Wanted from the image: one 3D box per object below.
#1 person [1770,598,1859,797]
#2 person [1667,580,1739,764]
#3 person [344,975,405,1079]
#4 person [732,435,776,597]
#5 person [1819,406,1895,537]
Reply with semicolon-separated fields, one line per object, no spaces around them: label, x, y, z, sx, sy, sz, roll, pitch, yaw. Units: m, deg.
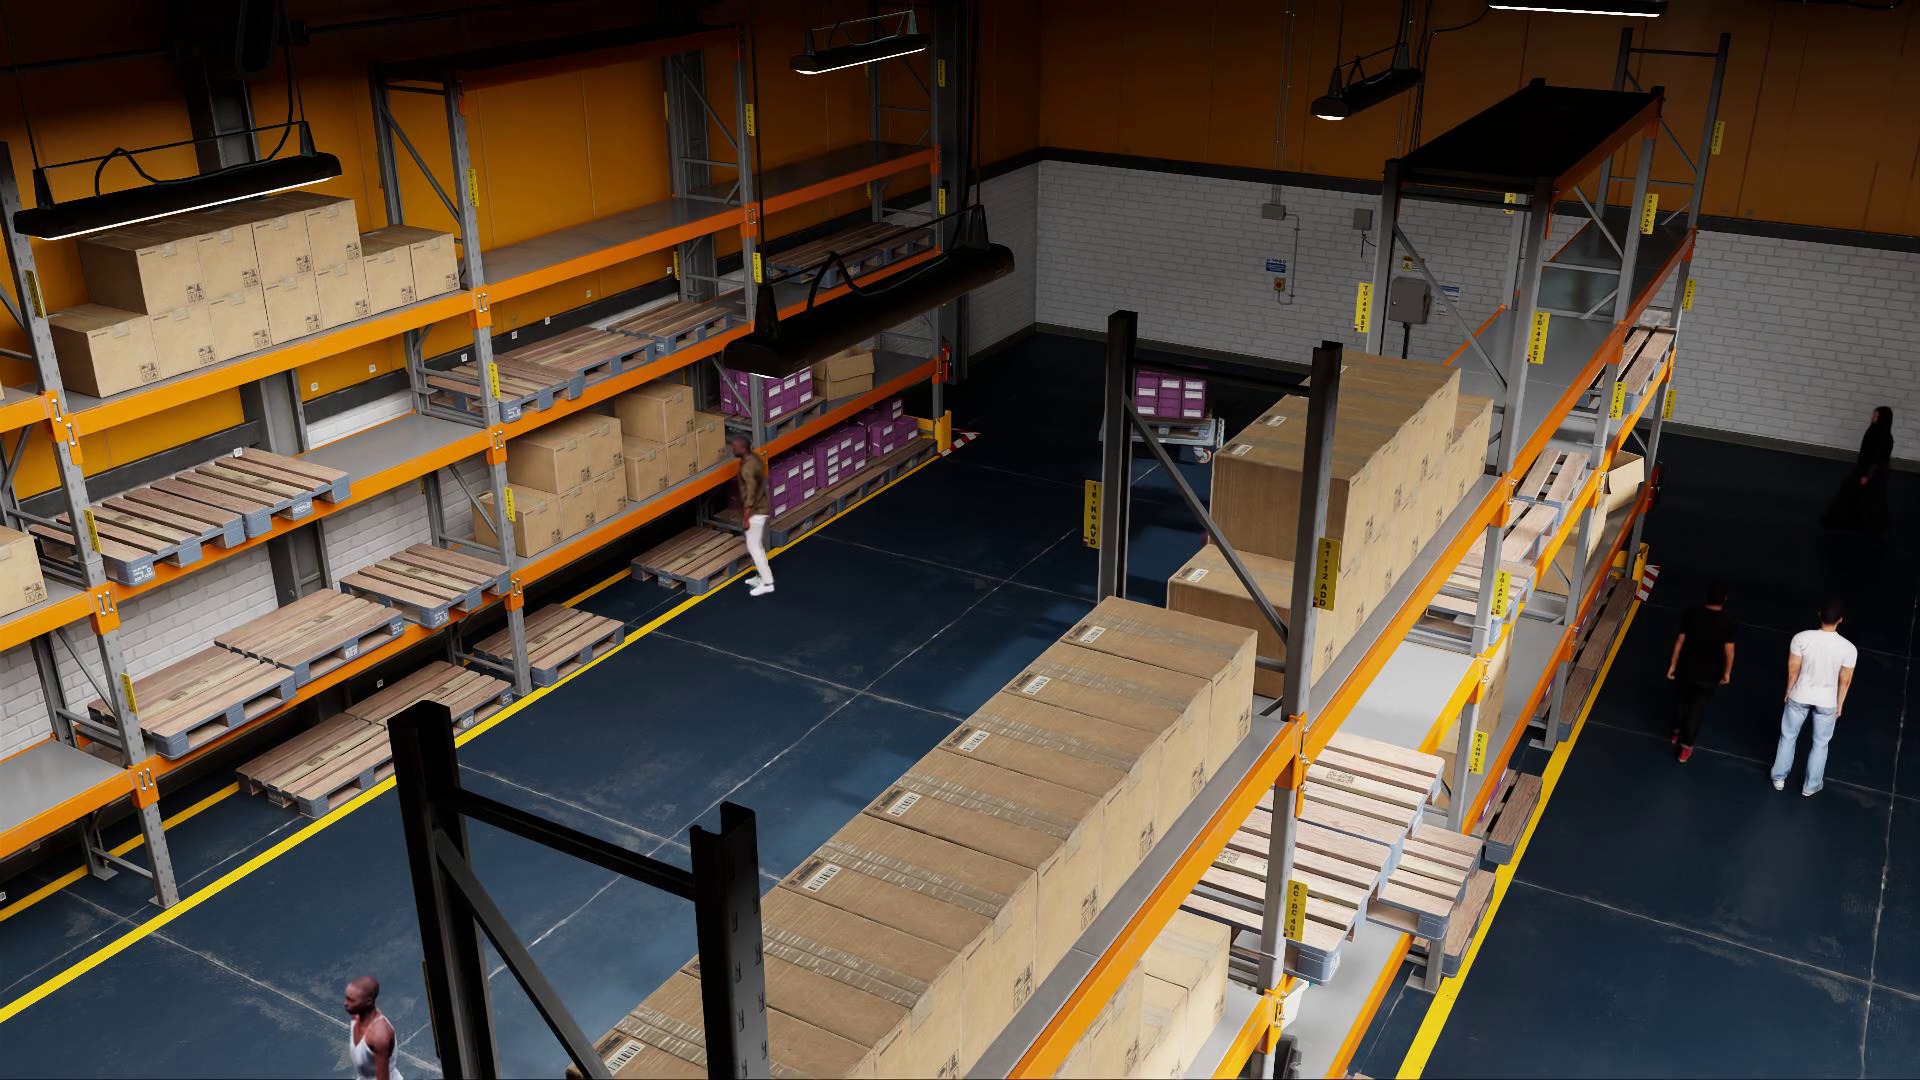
person;7.428;1.357;14.462;0.670;1.867;0.555;14;27;29
person;6.634;1.204;14.968;0.658;1.743;0.750;14;27;29
person;-3.388;3.354;10.057;1.192;1.736;0.827;-20;30;-38
person;-2.249;-0.287;18.300;0.914;1.805;0.790;-1;24;-1
person;10.889;-0.804;19.733;1.050;1.604;1.098;-2;24;-4
